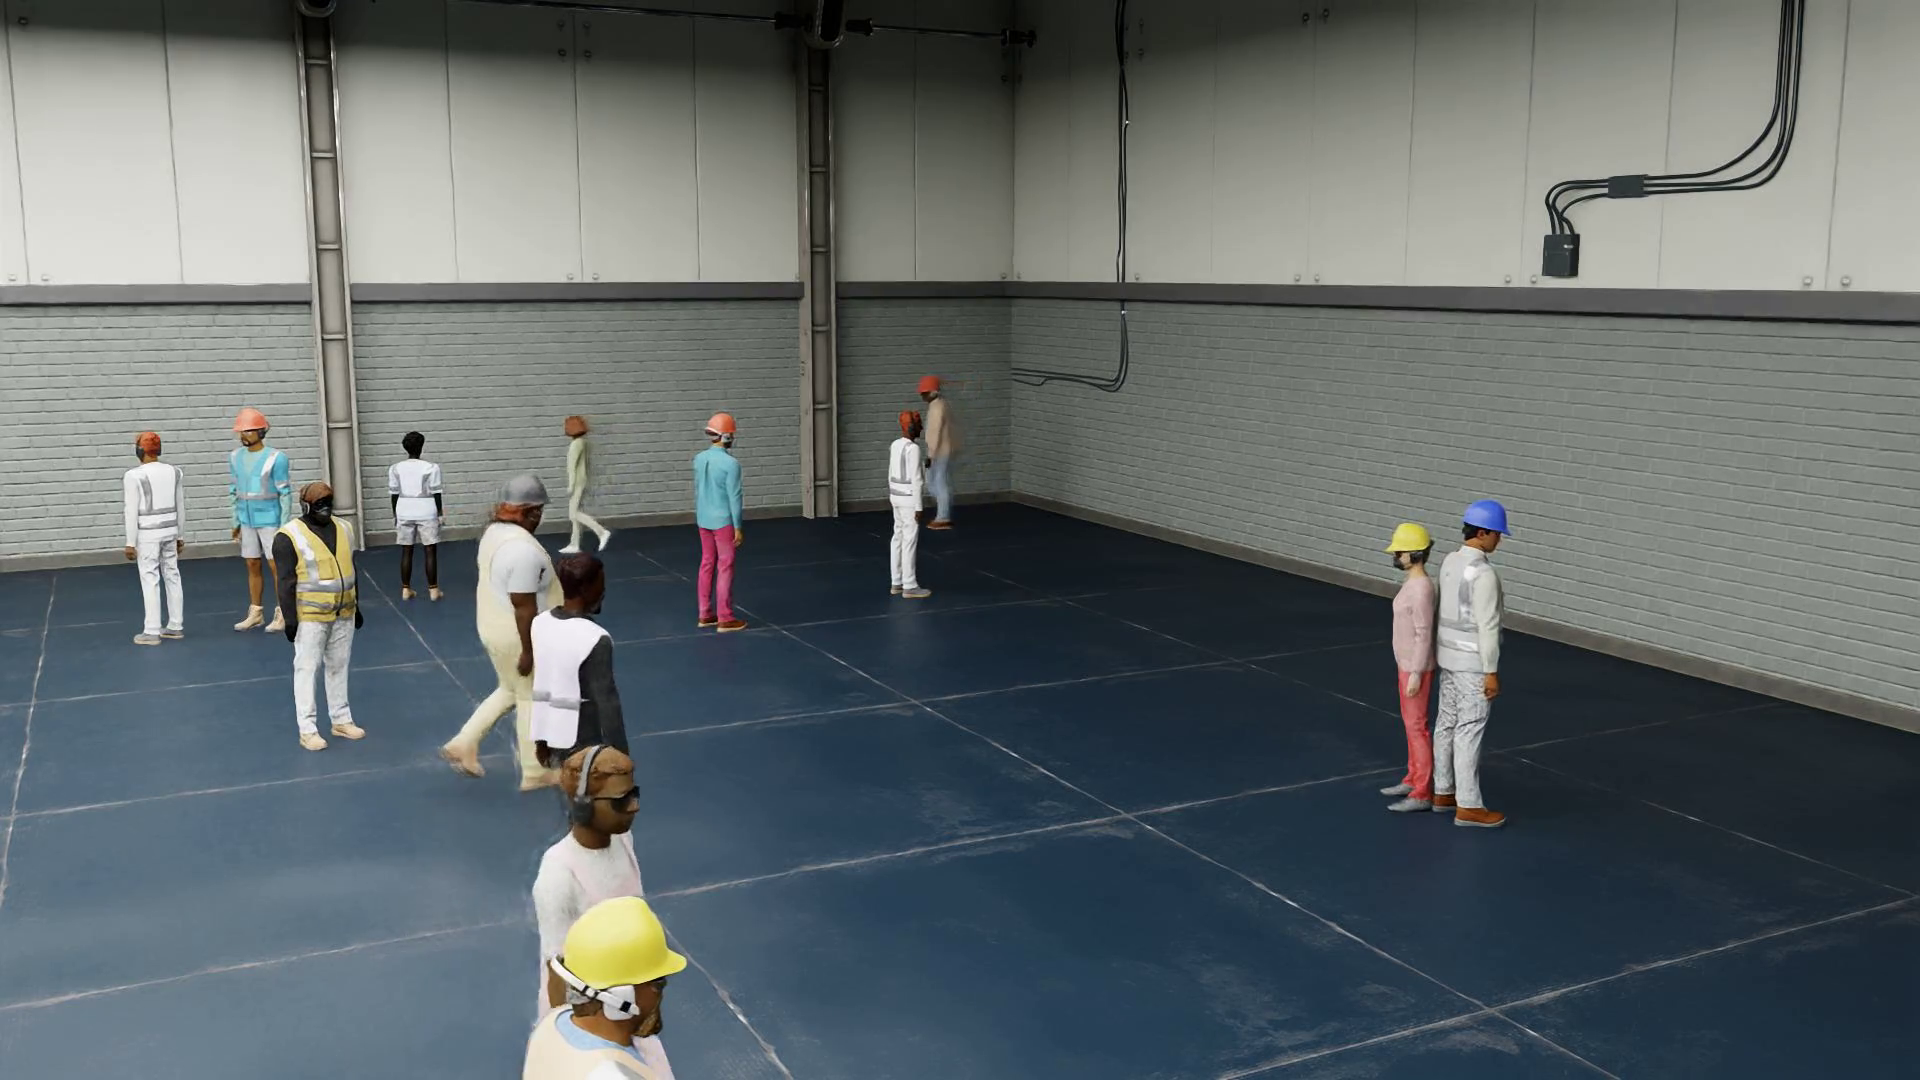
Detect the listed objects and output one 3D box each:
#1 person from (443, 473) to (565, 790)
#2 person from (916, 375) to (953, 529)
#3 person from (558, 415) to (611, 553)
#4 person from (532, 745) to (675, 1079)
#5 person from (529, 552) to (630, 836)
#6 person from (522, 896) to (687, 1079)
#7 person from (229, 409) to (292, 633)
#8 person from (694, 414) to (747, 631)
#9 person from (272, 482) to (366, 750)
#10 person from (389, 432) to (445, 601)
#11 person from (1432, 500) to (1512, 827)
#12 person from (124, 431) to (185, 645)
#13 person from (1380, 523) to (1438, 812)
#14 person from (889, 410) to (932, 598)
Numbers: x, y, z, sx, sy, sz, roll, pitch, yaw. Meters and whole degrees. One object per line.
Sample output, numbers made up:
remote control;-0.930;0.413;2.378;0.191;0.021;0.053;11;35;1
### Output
person;-2.833;0.579;10.464;0.717;2.000;0.701;-7;12;-37
person;-0.317;-1.100;21.031;0.495;1.964;0.627;-2;9;-13
person;-4.373;-0.632;19.206;0.556;1.617;0.510;0;9;-2
person;-1.039;1.538;5.195;0.632;1.828;0.541;3;10;19
person;-1.858;0.997;8.316;0.535;1.897;0.615;-9;13;-42
person;-0.826;1.740;3.996;0.405;1.824;0.586;-6;11;-32
person;-6.350;-0.170;15.068;0.608;2.045;0.391;3;10;17
person;-2.179;-0.163;15.220;0.608;1.986;0.406;8;12;42
person;-4.396;0.510;11.500;0.429;1.842;0.636;6;11;31
person;-5.399;-0.232;16.541;0.536;1.694;0.320;1;9;4
person;3.039;0.723;9.897;0.408;1.937;0.602;-2;9;-10
person;-7.095;-0.020;14.676;0.366;1.880;0.580;4;10;23
person;2.731;0.772;10.127;0.330;1.765;0.533;1;9;8
person;-0.524;-0.365;16.761;0.352;1.881;0.576;-5;10;-26
